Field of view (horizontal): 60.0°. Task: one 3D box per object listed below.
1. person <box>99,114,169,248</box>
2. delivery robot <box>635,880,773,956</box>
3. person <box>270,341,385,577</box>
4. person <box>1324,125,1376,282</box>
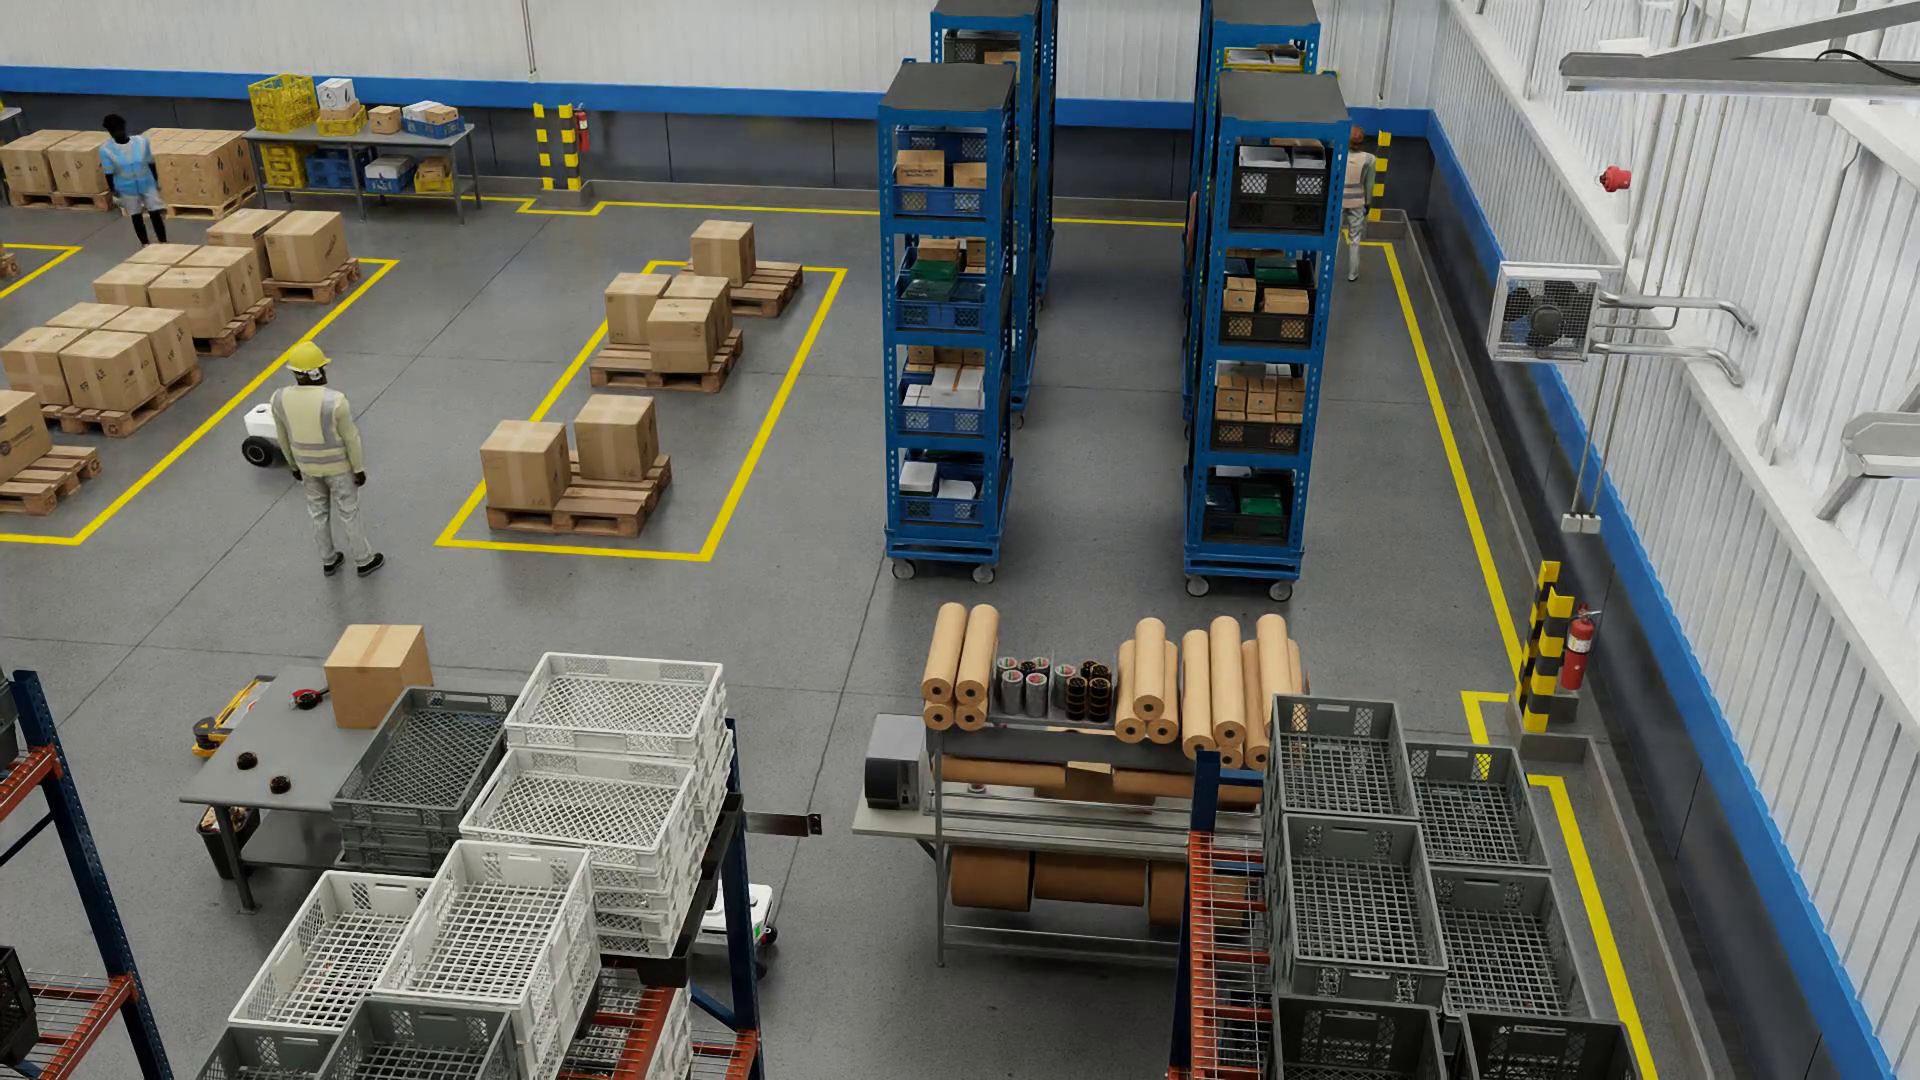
[{"bbox_3d":[-8.783,-3.743,17.690,0.548,1.658,0.508,-18,35,-28],"label":"person"},{"bbox_3d":[-1.361,1.987,8.863,0.707,0.478,0.477,3,30,6],"label":"delivery robot"},{"bbox_3d":[-4.607,-0.572,12.090,0.591,1.829,0.404,4,30,7],"label":"person"},{"bbox_3d":[4.013,-3.485,17.278,0.514,1.641,0.315,4,30,7],"label":"person"}]
